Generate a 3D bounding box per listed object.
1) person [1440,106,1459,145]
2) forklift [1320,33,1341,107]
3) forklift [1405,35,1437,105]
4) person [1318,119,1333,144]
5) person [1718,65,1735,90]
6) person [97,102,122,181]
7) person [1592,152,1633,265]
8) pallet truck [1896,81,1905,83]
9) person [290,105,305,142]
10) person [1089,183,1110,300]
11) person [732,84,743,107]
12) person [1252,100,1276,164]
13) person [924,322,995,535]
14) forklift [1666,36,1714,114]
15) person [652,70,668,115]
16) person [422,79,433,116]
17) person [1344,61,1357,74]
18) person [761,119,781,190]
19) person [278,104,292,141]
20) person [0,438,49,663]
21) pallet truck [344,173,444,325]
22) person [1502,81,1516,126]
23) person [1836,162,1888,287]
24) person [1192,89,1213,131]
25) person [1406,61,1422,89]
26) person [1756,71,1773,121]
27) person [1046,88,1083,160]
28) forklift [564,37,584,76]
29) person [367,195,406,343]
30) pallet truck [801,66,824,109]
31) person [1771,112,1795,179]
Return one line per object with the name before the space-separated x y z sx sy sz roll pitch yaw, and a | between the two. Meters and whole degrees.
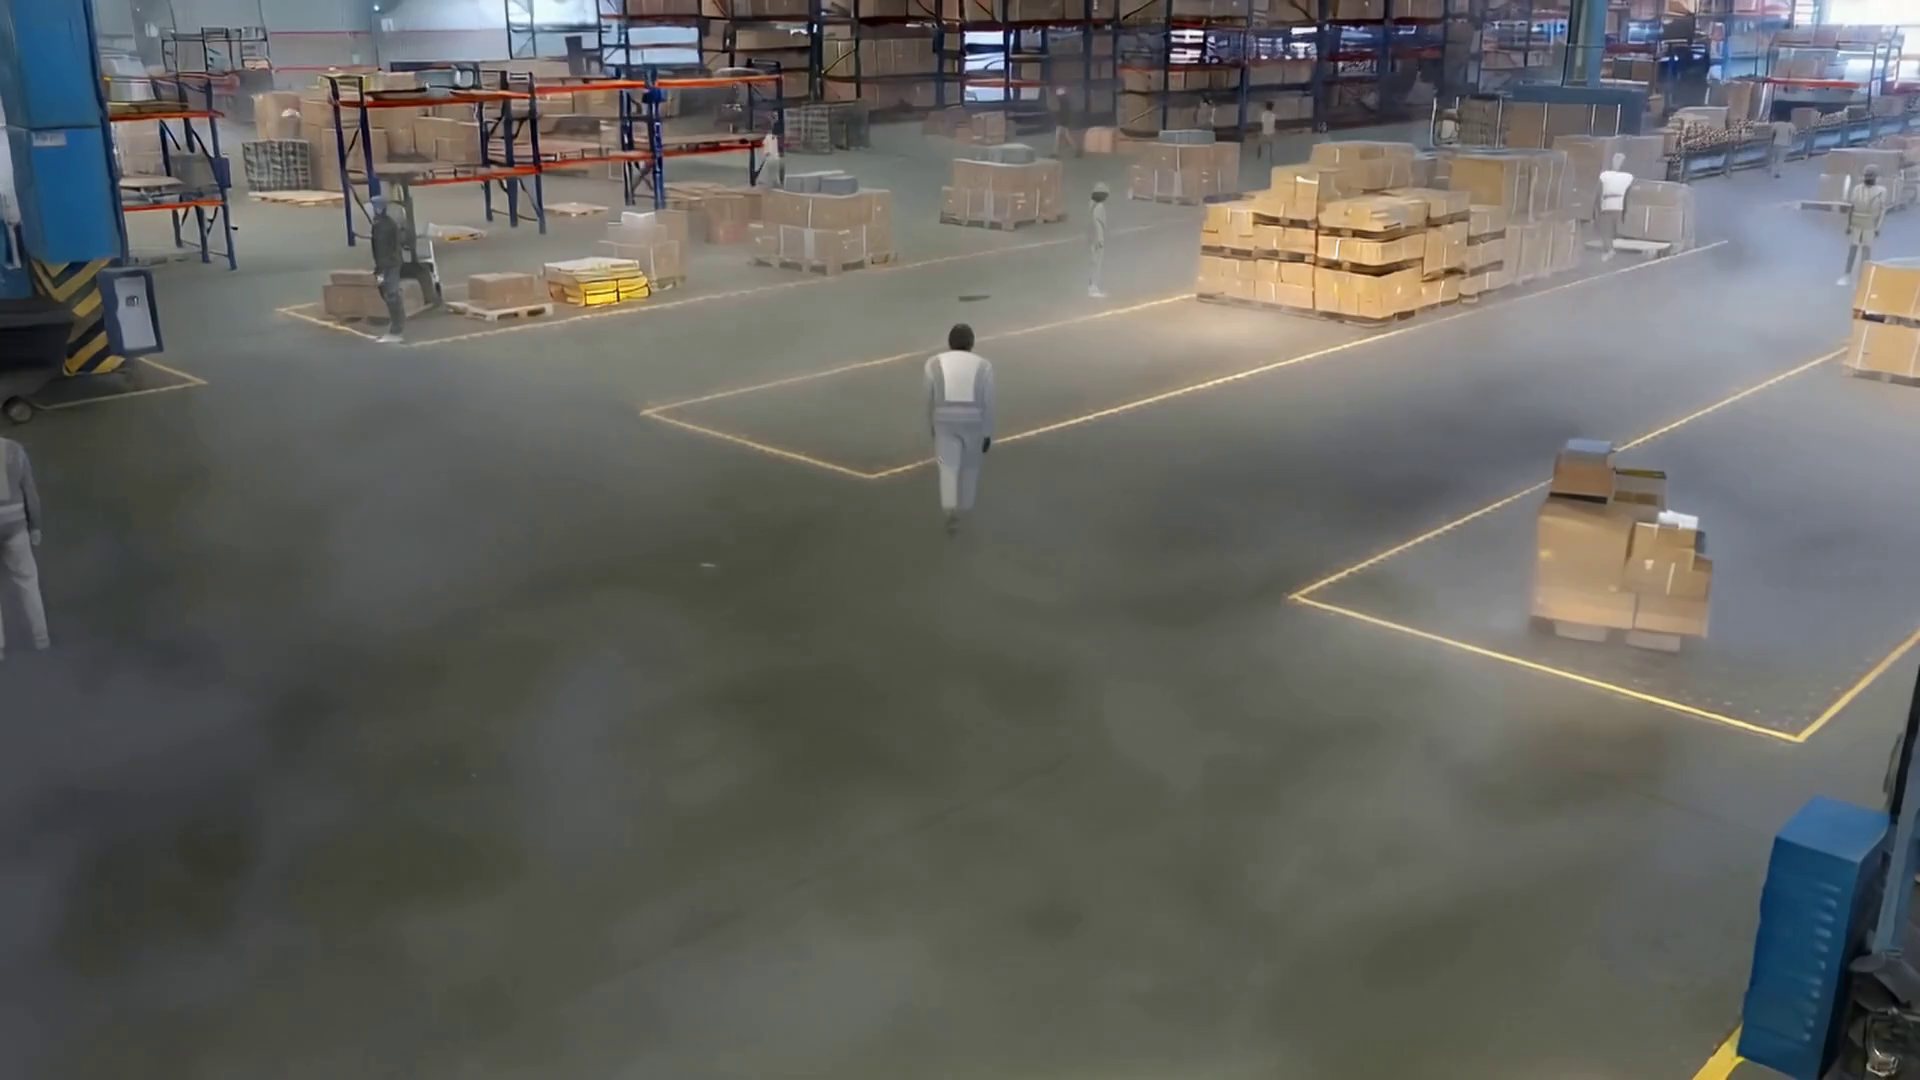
person | 11.407 -9.130 38.786 0.385 1.930 0.539 -11 21 -29
forklift | 14.713 -18.727 66.203 1.873 2.768 1.129 16 24 40
forklift | 17.205 -17.718 63.164 1.873 2.768 1.129 5 19 16
person | 7.883 -8.142 35.914 0.622 1.852 0.522 -4 19 -13
person | 29.955 -17.727 65.045 0.550 1.684 0.427 6 19 17
person | -20.832 -9.744 40.610 0.361 1.940 0.543 8 20 23
person | 11.028 -5.591 28.139 0.611 1.904 0.494 1 18 3
pallet truck | 34.802 -16.331 61.455 0.653 1.274 1.630 17 25 41
person | -15.653 -9.300 39.312 0.669 1.925 0.642 -13 23 -35
person | 2.110 -4.535 25.223 0.294 1.744 0.487 3 19 9
person | -7.201 -14.046 54.064 0.377 1.623 0.519 9 20 24
person | 8.181 -10.962 44.683 0.555 1.665 0.727 -15 23 -37
person | -0.005 -0.963 14.382 0.610 1.803 0.871 -1 18 -3
forklift | 27.341 -17.291 61.877 1.129 2.768 1.873 17 25 41
person | -10.164 -14.975 56.420 0.587 1.911 0.397 7 20 19
person | -17.851 -14.730 56.133 0.454 1.625 0.518 12 22 32
person | 16.786 -19.921 71.515 0.609 1.789 0.921 15 23 37
person | -4.037 -8.113 35.804 0.414 1.866 0.626 -2 18 -7
person | -15.942 -9.397 39.613 0.583 1.908 0.445 15 24 38
person | -6.744 -0.058 11.581 0.633 1.841 0.429 -16 24 -40
pallet truck | -8.209 -4.181 23.757 0.823 1.965 1.885 3 19 9
person | 16.903 -13.202 51.246 0.622 1.796 0.835 14 23 36
person | 14.235 -4.963 26.200 0.343 1.942 0.548 -16 24 -40
person | 6.335 -10.785 43.588 0.537 2.000 0.694 8 20 23
person | 17.624 -17.693 64.677 0.944 1.888 0.545 -16 24 -39
person | 28.647 -15.761 59.036 0.371 1.747 0.521 -2 18 -7
person | 2.902 -11.371 45.507 0.993 1.954 0.610 3 19 8
forklift | -14.198 -17.134 61.404 1.873 2.768 1.129 2 18 6
person | -7.628 -3.600 22.100 0.357 1.937 0.638 -2 18 -5
pallet truck | -4.812 -15.182 56.903 0.823 1.965 1.885 -9 21 -26
person | 20.410 -9.785 41.244 0.507 1.616 0.576 16 24 40
